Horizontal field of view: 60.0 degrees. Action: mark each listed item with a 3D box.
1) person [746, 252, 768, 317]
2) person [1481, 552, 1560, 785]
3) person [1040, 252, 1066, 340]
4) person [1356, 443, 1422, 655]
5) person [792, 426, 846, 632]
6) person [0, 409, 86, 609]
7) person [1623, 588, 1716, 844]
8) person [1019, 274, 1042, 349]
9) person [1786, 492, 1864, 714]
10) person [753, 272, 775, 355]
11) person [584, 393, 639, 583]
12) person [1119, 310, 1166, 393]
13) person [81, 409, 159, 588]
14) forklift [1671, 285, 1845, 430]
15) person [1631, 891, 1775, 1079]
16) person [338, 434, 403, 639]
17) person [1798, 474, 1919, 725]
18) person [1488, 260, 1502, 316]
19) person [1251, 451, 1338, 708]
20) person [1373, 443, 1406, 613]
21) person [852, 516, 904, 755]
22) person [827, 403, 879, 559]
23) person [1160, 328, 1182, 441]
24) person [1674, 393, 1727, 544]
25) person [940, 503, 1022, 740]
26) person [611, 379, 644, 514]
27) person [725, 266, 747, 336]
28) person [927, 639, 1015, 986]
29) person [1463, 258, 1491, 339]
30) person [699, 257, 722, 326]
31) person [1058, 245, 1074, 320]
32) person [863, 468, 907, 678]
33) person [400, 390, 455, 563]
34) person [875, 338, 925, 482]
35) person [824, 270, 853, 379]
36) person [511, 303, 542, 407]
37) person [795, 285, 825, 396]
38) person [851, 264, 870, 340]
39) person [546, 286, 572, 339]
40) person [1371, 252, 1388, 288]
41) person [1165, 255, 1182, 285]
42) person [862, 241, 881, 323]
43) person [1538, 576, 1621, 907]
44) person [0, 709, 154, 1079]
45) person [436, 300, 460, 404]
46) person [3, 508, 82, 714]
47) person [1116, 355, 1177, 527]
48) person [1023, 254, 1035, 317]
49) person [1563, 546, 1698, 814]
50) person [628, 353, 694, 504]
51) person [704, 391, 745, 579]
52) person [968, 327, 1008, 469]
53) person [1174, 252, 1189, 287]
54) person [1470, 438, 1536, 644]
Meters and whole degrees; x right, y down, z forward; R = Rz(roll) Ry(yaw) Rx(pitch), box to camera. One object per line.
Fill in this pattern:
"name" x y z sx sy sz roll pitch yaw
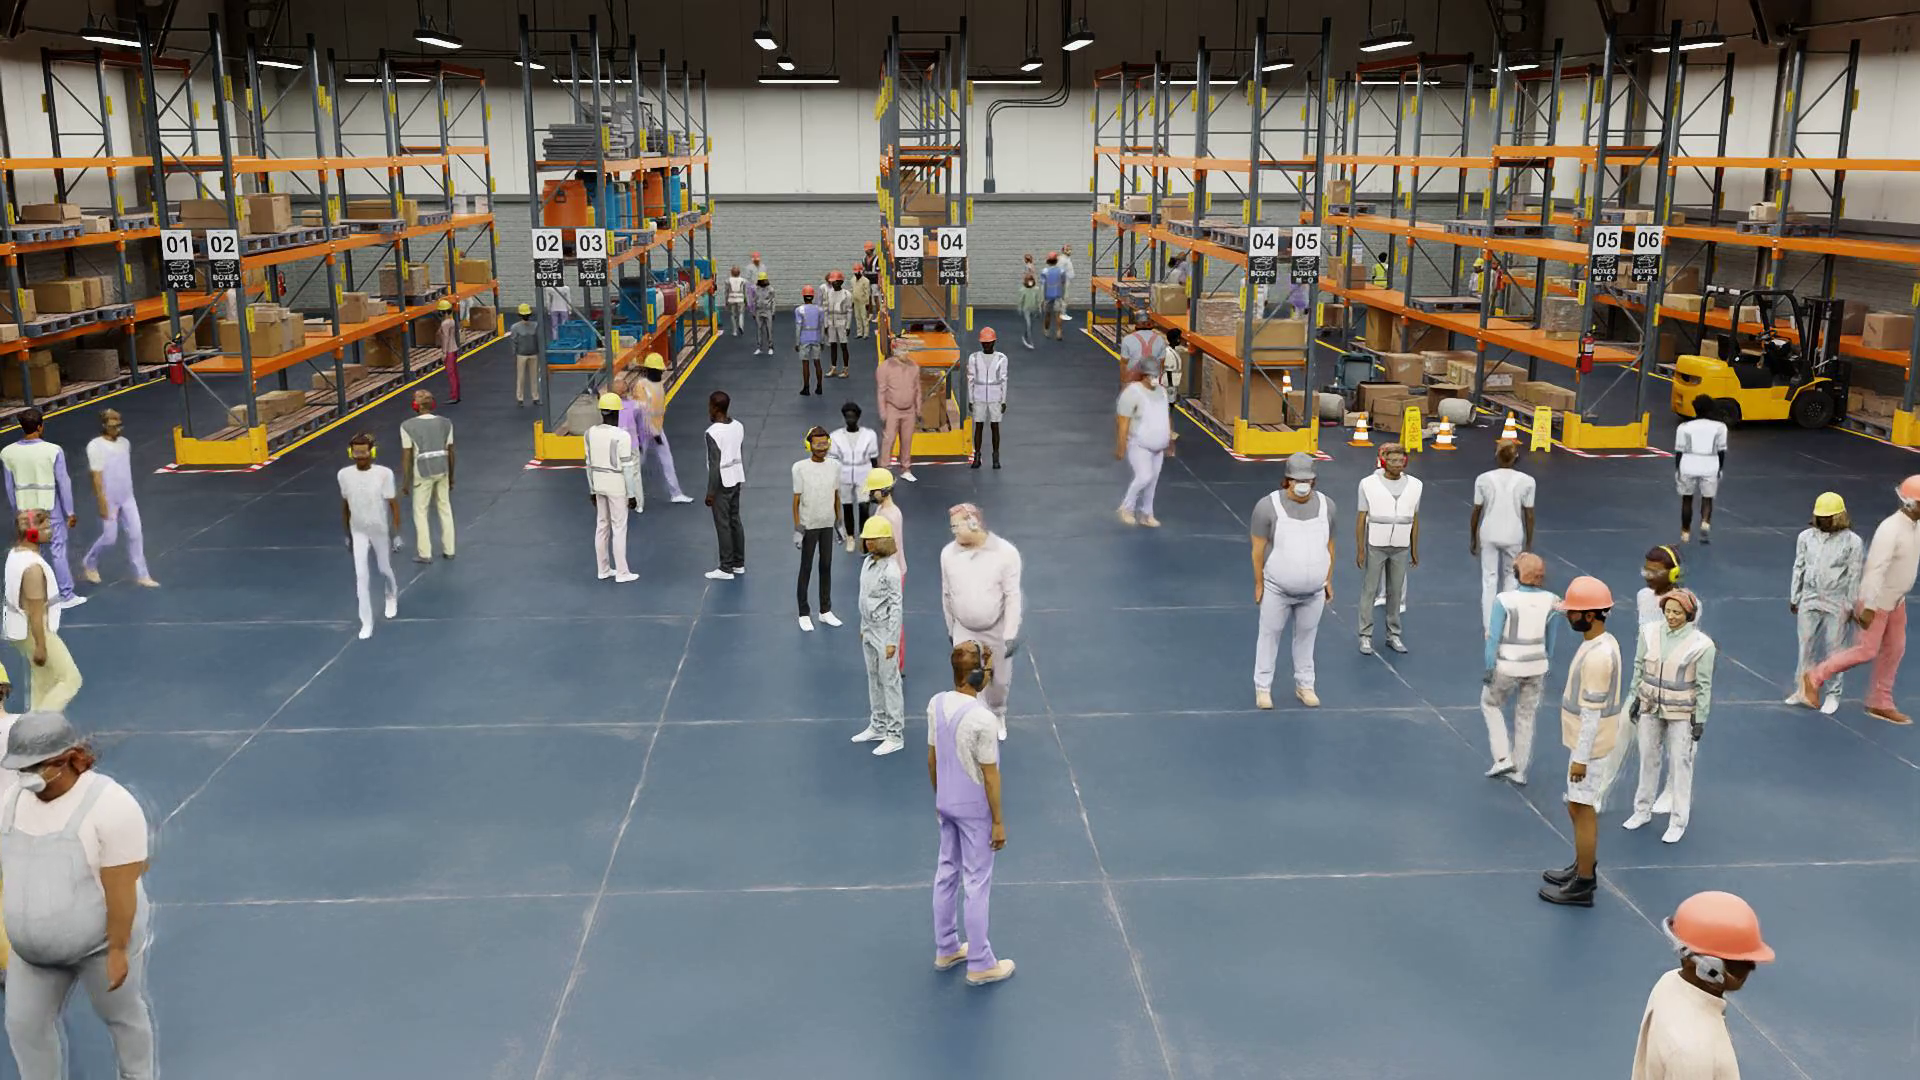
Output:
"person" -5.230 -6.538 42.654 0.559 1.723 0.815 -10 17 -37
"person" 3.830 0.884 11.414 0.526 1.625 0.367 -2 13 -10
"person" 2.128 -5.563 37.963 0.629 2.001 1.062 -2 13 -8
"person" 3.694 0.068 14.390 0.566 1.850 0.389 -2 13 -8
"person" -1.275 -0.115 15.120 0.521 1.873 0.335 -8 16 -31
"person" -8.689 -0.285 15.736 0.592 1.920 0.392 -1 13 -2
"person" 4.485 1.094 10.517 0.312 1.634 0.514 -10 16 -36
"person" 1.510 -5.032 36.521 0.501 1.606 0.727 -6 15 -25
"person" 6.695 0.476 12.920 0.325 1.729 0.493 -12 18 -41
"person" -4.157 -4.799 35.233 0.494 1.743 0.308 2 14 10
"person" -3.502 -0.525 16.759 0.586 1.918 0.396 8 15 30
"person" 2.625 -2.360 24.264 0.686 2.000 0.535 -4 14 -16
"person" -8.408 -0.405 16.475 0.713 1.826 0.538 6 14 23
"forklift" 12.503 -2.886 26.166 2.313 2.155 1.214 -1 13 -3
"person" 2.393 2.094 5.495 0.376 1.995 0.611 4 14 17
"person" -5.343 -0.096 15.144 0.529 1.834 0.934 -2 13 -8
"person" 6.944 0.425 12.671 0.635 1.959 0.795 -11 17 -40
"person" 13.140 -6.098 40.974 0.280 1.633 0.498 9 16 33
"person" 2.619 0.311 12.949 0.681 2.000 0.536 -2 13 -7
"person" 4.039 -0.112 15.655 0.326 1.623 0.509 -4 14 -17
"person" -0.595 0.678 12.031 0.293 1.744 0.492 -8 15 -30
"person" -1.146 -0.626 17.720 0.545 1.661 0.787 0 13 2
"person" 3.157 -2.335 24.921 0.319 1.687 0.538 3 14 11
"person" 8.098 -0.763 18.239 0.535 1.685 0.457 4 14 18
"person" 0.147 0.645 11.972 0.637 1.841 0.897 3 14 11
"person" -3.997 -1.097 19.780 0.523 1.636 0.311 -9 16 -34
"person" -5.203 -5.540 38.626 0.525 1.626 0.383 -1 13 -6
"person" 0.044 1.416 8.701 0.345 1.840 0.504 -12 18 -41
"person" 11.898 -5.558 38.259 0.404 1.833 0.588 -7 15 -26
"person" -6.083 -6.032 40.505 0.644 1.734 0.545 -6 14 -22
"person" 2.705 -6.559 42.342 0.405 1.906 0.652 3 14 12
"person" -0.618 0.270 13.741 0.342 1.756 0.533 -4 14 -16
"person" -5.605 -0.671 17.606 0.598 1.820 0.451 -13 18 -43
"person" -0.771 -1.683 21.695 0.666 1.908 0.403 -8 15 -30
"person" -2.328 -4.091 31.592 0.608 2.044 0.371 7 15 28
"person" -7.307 -3.123 28.117 0.530 1.759 0.375 -9 16 -32
"person" -2.672 -3.532 29.452 0.552 1.934 0.373 -7 15 -26
"person" -2.294 -5.430 37.935 0.556 1.735 0.380 13 18 43
"person" -8.540 -4.865 35.469 0.525 1.769 0.310 -1 13 -4
"person" 10.799 -6.516 42.611 0.535 1.697 0.318 9 16 34
"person" 4.967 -5.719 38.900 0.535 1.855 0.616 -2 13 -7
"person" -2.232 -6.447 41.616 0.611 2.029 0.409 10 16 36
"person" 3.598 1.156 9.631 0.391 1.923 0.548 5 14 20
"person" -3.842 1.690 7.107 0.687 2.000 0.743 2 13 9
"person" -8.765 -3.213 28.467 0.314 1.769 0.525 -1 13 -2
"person" -6.570 0.671 11.884 0.443 1.829 0.570 -11 17 -38
"person" 2.151 -1.130 19.055 0.703 2.000 0.541 -12 18 -41
"person" 1.792 -6.572 42.997 0.318 1.631 0.514 3 14 13
"person" 4.432 0.943 10.746 0.940 1.821 0.495 -7 15 -26
"person" -3.791 -1.366 20.429 0.967 1.873 0.578 7 15 27
"person" -2.388 -0.560 16.902 0.377 1.917 0.600 5 14 22
"person" 0.375 -1.932 22.675 0.545 1.938 0.358 1 13 4
"person" 5.835 -6.784 43.875 0.497 1.634 0.278 12 18 42
"person" 4.818 -0.015 14.789 0.541 1.822 0.759 5 14 19
